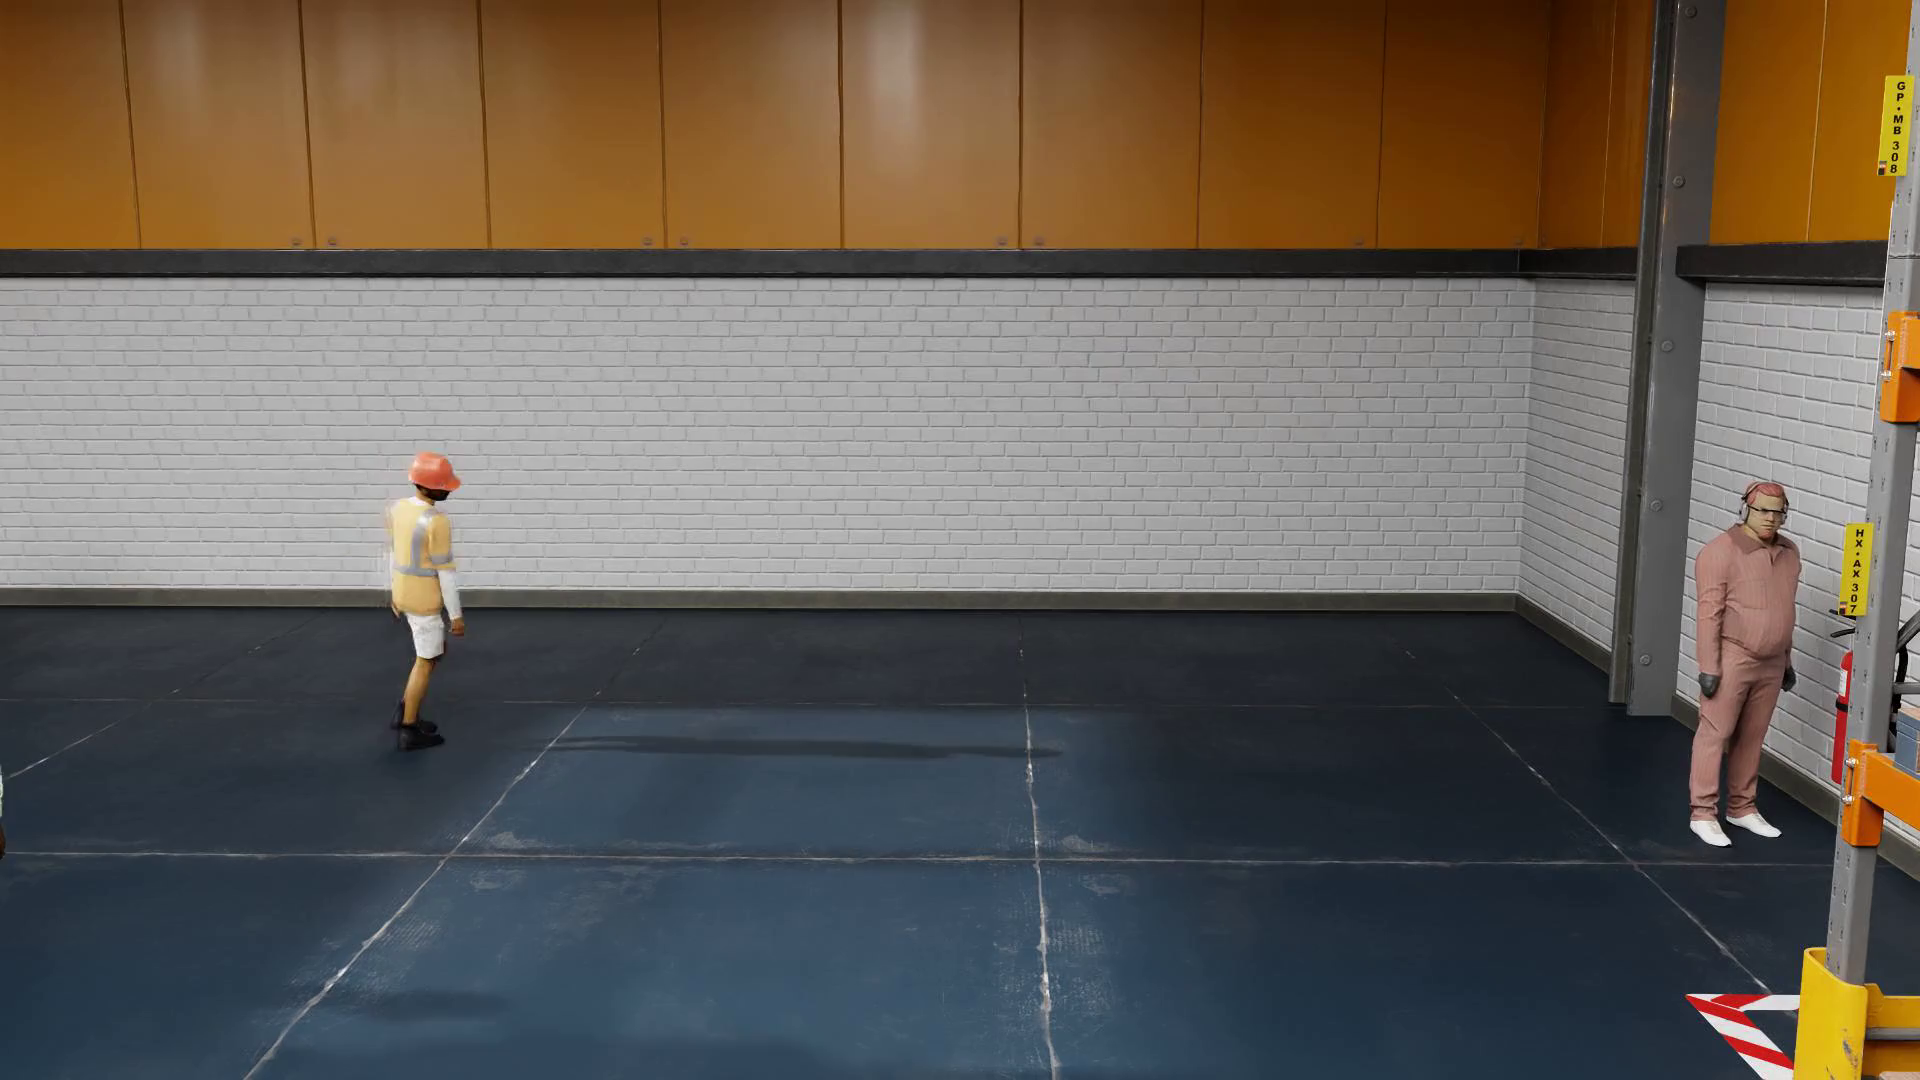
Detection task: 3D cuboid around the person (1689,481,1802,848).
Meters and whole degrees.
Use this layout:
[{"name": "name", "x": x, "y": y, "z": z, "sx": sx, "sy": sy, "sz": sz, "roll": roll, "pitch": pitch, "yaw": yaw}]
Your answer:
[{"name": "person", "x": 4.117, "y": 0.638, "z": 8.668, "sx": 0.643, "sy": 1.905, "sz": 0.400, "roll": -4, "pitch": 10, "yaw": -22}]

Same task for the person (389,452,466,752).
[{"name": "person", "x": -3.309, "y": 0.384, "z": 10.256, "sx": 0.423, "sy": 1.882, "sz": 0.654, "roll": -8, "pitch": 12, "yaw": -40}]

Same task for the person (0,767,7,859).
[{"name": "person", "x": -3.931, "y": 1.024, "z": 6.183, "sx": 0.654, "sy": 1.962, "sz": 0.773, "roll": -6, "pitch": 11, "yaw": -33}]
